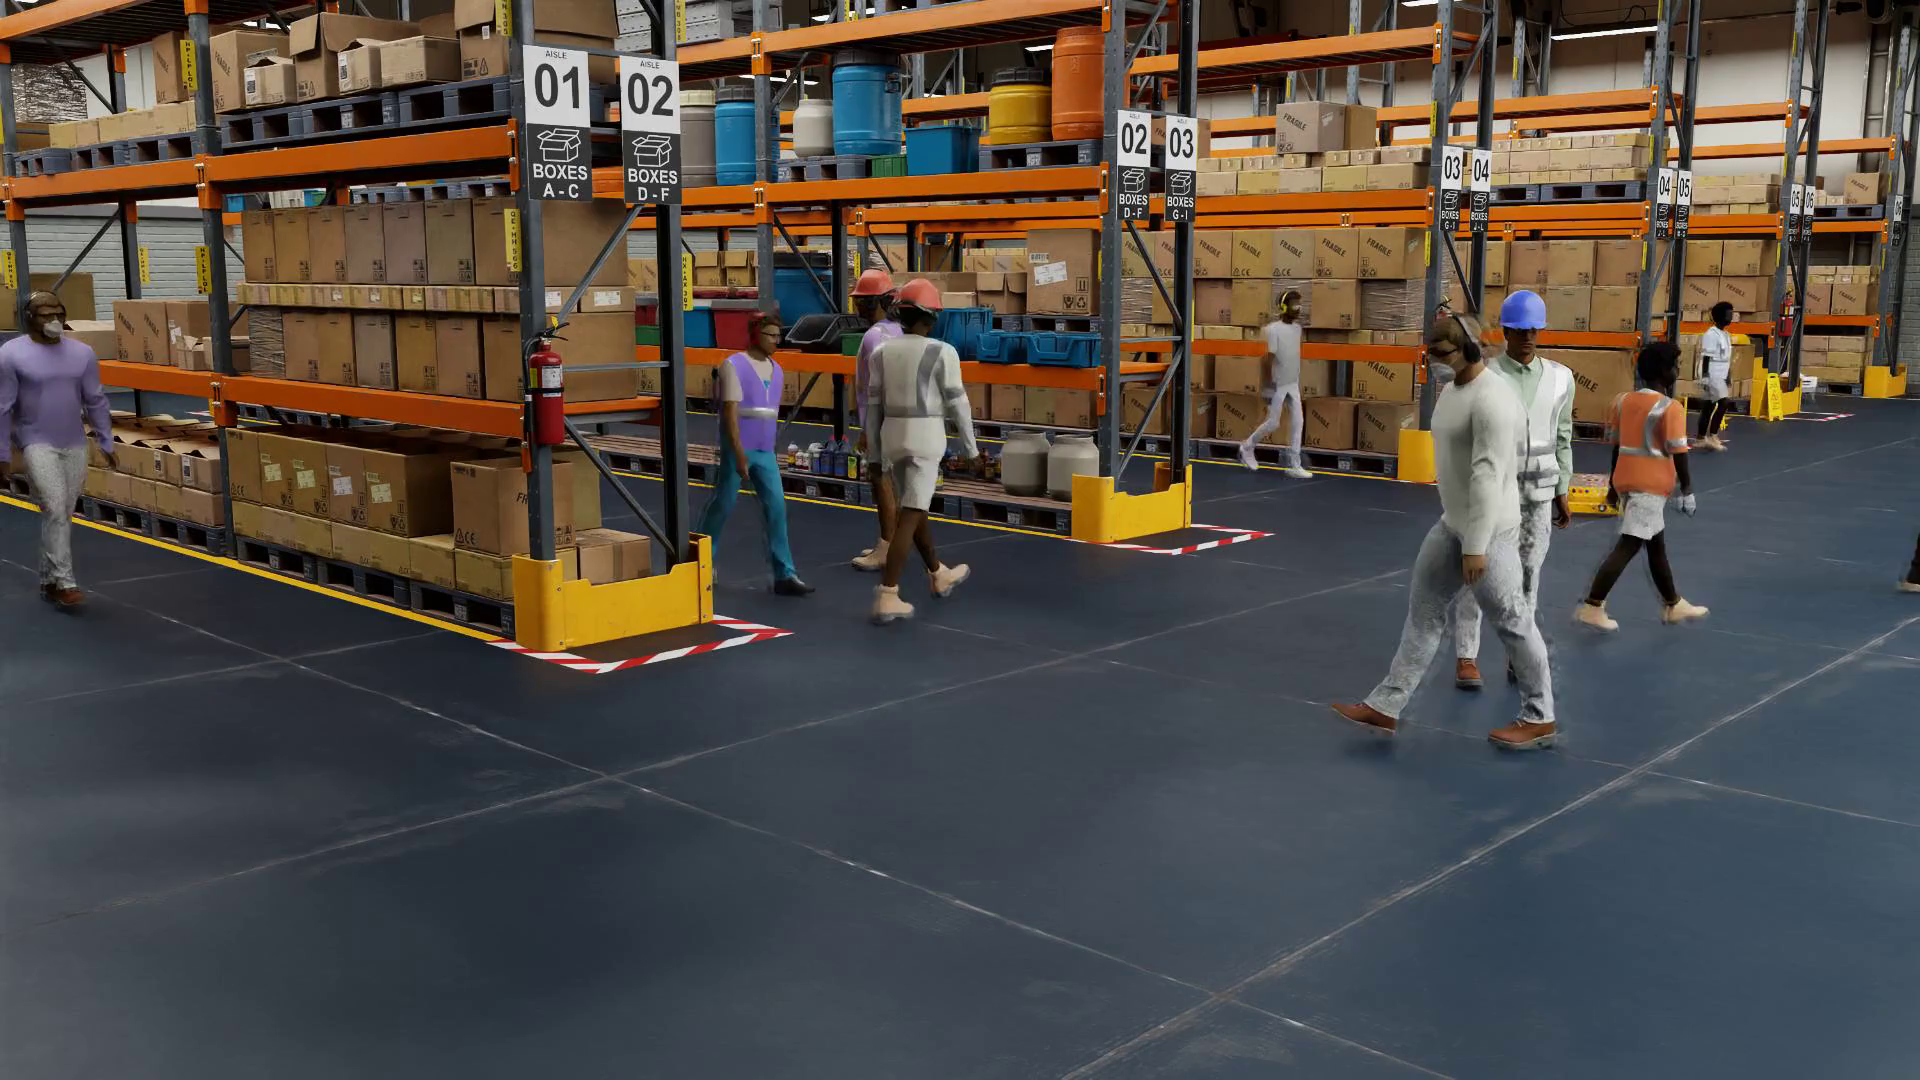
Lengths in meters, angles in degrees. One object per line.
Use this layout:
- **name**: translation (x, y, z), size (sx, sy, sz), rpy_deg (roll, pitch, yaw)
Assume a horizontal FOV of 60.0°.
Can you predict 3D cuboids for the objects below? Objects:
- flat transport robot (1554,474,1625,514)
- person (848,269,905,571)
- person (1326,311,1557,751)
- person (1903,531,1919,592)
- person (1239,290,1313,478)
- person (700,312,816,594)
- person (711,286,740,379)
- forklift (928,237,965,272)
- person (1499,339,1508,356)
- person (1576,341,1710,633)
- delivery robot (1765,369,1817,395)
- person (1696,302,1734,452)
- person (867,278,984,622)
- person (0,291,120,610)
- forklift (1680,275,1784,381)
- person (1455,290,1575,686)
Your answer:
- **flat transport robot**: translation (5.524, -0.417, 14.481), size (0.652, 0.197, 1.431), rpy_deg (3, 10, 15)
- **person**: translation (-0.571, -0.820, 11.397), size (0.381, 2.045, 0.605), rpy_deg (2, 9, 12)
- **person**: translation (2.104, -0.031, 7.105), size (1.057, 1.860, 0.664), rpy_deg (-1, 9, -5)
- **person**: translation (6.463, -0.592, 10.343), size (0.964, 1.916, 0.626), rpy_deg (3, 10, 19)
- **person**: translation (3.155, -1.558, 16.532), size (0.531, 1.845, 0.826), rpy_deg (-7, 12, -38)
- **person**: translation (-1.377, -0.568, 10.668), size (0.991, 1.789, 0.591), rpy_deg (8, 12, 40)
- **person**: translation (-2.681, -2.069, 19.676), size (0.624, 1.844, 0.430), rpy_deg (-8, 12, -41)
- **forklift**: translation (-0.326, -5.817, 39.609), size (1.129, 2.768, 1.873), rpy_deg (9, 13, 43)
- **person**: translation (5.203, -1.391, 15.953), size (0.851, 1.720, 0.558), rpy_deg (3, 10, 19)
- **person**: translation (3.892, -0.296, 9.394), size (0.888, 1.646, 0.545), rpy_deg (-2, 9, -10)
- **delivery robot**: translation (12.784, -2.415, 25.577), size (0.707, 0.478, 0.477), rpy_deg (-1, 9, -7)
- **person**: translation (8.494, -1.809, 18.544), size (0.526, 1.677, 0.557), rpy_deg (8, 12, 40)
- **person**: translation (-0.205, -0.553, 9.936), size (0.627, 1.980, 1.062), rpy_deg (7, 12, 38)
- **person**: translation (-5.422, -0.540, 10.076), size (0.799, 1.909, 0.651), rpy_deg (5, 11, 30)
- **forklift**: translation (12.480, -3.427, 27.053), size (1.214, 2.155, 2.313), rpy_deg (9, 13, 43)
- **person**: translation (2.701, -0.241, 8.145), size (0.616, 1.945, 0.404), rpy_deg (-1, 9, -4)
